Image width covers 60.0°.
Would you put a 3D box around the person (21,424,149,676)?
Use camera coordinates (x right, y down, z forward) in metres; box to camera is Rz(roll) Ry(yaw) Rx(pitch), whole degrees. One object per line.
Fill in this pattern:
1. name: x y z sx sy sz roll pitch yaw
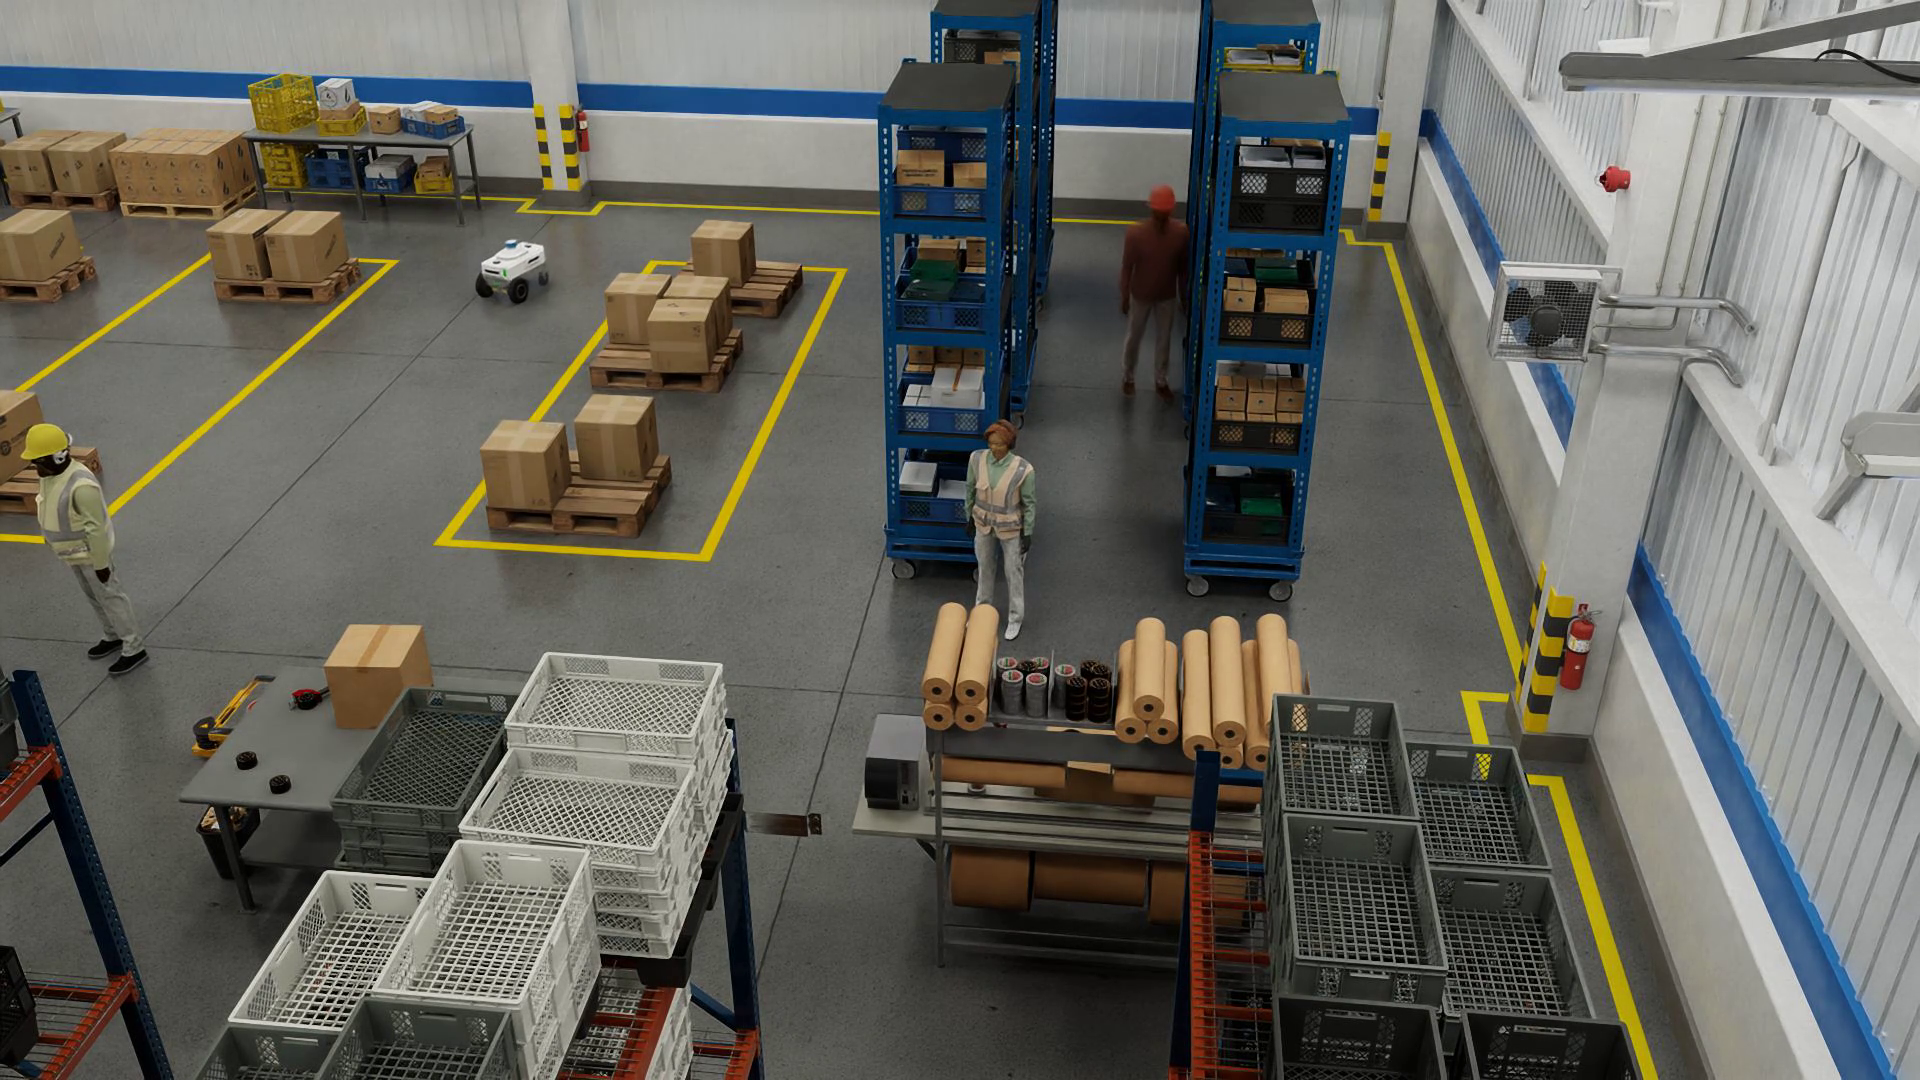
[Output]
1. person: -5.830 0.044 11.038 0.589 1.824 0.403 25 38 36

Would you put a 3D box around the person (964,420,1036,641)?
1. person: 0.270 -0.079 11.432 0.522 1.637 0.305 15 33 24

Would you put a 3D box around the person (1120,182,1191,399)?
1. person: 1.724 -2.198 14.735 0.617 1.999 0.395 -6 31 -9

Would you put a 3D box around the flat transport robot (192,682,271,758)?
1. flat transport robot: -4.089 1.163 10.648 1.431 0.197 0.652 3 30 6

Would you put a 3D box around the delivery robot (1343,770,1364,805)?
1. delivery robot: 2.378 1.603 9.523 0.477 0.478 0.707 -4 31 -7

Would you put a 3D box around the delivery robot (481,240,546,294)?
1. delivery robot: -4.610 -2.856 17.182 0.477 0.478 0.707 13 33 21
